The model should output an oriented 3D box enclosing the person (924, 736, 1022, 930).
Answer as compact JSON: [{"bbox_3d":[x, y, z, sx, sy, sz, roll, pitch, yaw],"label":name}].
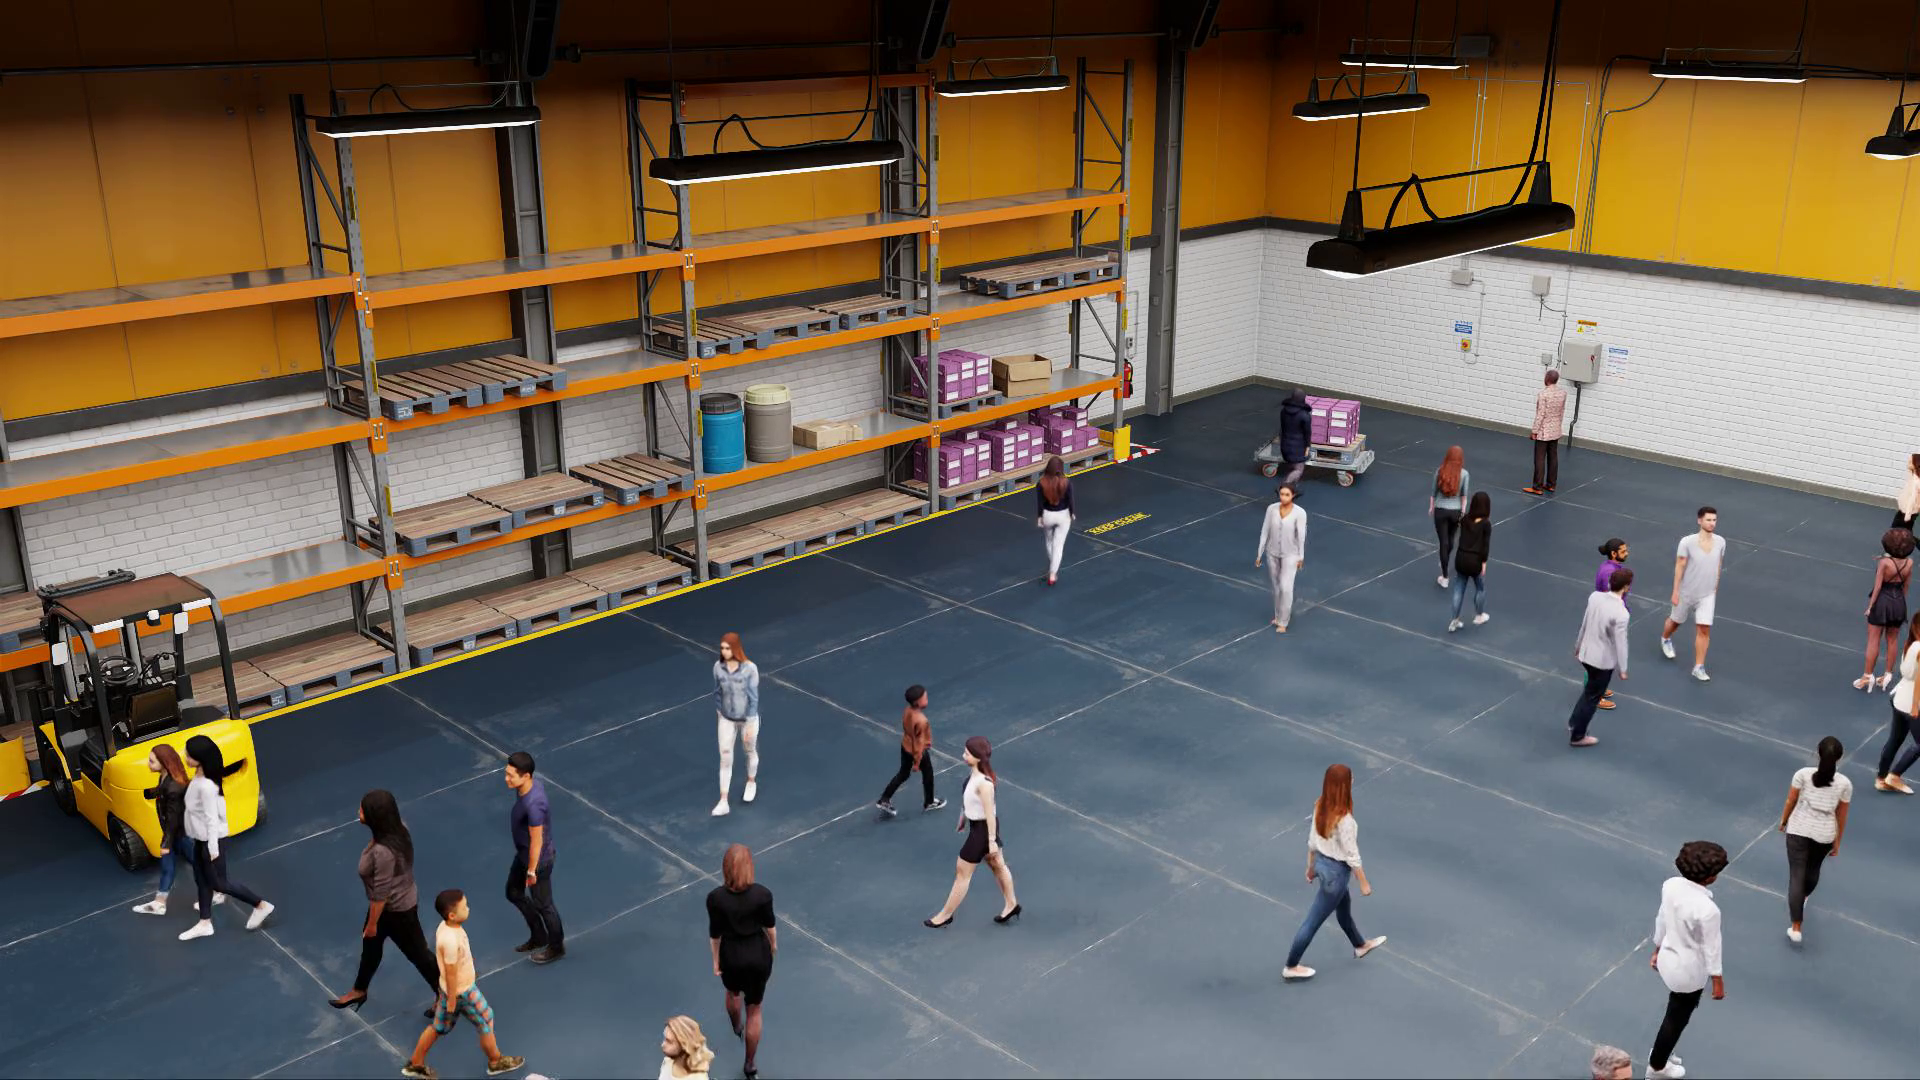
[{"bbox_3d":[0.259,2.284,12.887,1.083,1.610,0.935,-3,19,-10],"label":"person"}]

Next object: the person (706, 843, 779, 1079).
[{"bbox_3d":[-1.432,2.849,11.091,0.919,1.685,0.969,-1,19,-2],"label":"person"}]

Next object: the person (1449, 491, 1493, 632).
[{"bbox_3d":[5.755,0.268,18.858,0.583,1.621,0.842,16,24,39],"label":"person"}]

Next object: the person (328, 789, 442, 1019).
[{"bbox_3d":[-3.851,2.597,11.664,1.222,1.797,1.057,-4,19,-10],"label":"person"}]

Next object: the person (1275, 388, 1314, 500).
[{"bbox_3d":[4.703,-1.316,23.506,1.002,1.655,0.715,-15,24,-38],"label":"person"}]

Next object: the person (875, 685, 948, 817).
[{"bbox_3d":[-0.465,1.875,14.693,0.944,1.232,0.655,-11,21,-29],"label":"person"}]

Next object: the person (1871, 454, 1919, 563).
[{"bbox_3d":[12.014,-0.353,20.948,0.881,1.464,0.960,6,20,19],"label":"person"}]

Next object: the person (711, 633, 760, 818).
[{"bbox_3d":[-1.938,1.586,14.873,0.938,1.665,1.077,4,19,10],"label":"person"}]

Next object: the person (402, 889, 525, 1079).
[{"bbox_3d":[-3.425,2.989,11.069,1.058,1.434,0.736,-9,21,-25],"label":"person"}]

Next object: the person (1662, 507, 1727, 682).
[{"bbox_3d":[7.822,0.519,17.802,1.217,1.818,1.278,0,19,0],"label":"person"}]

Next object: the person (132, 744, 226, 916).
[{"bbox_3d":[-6.092,2.278,13.152,0.901,1.452,0.640,-15,23,-37],"label":"person"}]

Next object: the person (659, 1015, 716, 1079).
[{"bbox_3d":[-1.439,3.428,9.419,1.223,1.655,0.787,-12,22,-33],"label":"person"}]

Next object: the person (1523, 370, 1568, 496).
[{"bbox_3d":[8.479,-1.565,24.007,0.642,1.808,0.822,-9,21,-26],"label":"person"}]

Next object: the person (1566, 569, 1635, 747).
[{"bbox_3d":[6.037,1.151,15.924,0.815,1.819,0.818,-6,19,-17],"label":"person"}]

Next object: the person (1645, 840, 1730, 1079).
[{"bbox_3d":[4.727,2.817,11.012,0.789,1.797,0.755,-4,19,-11],"label":"person"}]

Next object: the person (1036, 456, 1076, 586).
[{"bbox_3d":[1.166,-0.210,20.360,0.930,1.568,1.105,4,19,13],"label":"person"}]

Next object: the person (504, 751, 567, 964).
[{"bbox_3d":[-3.086,2.355,12.425,0.738,1.771,0.750,-8,20,-23],"label":"person"}]

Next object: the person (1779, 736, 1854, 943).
[{"bbox_3d":[6.547,2.318,12.794,0.886,1.606,1.174,7,20,21],"label":"person"}]

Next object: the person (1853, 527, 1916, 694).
[{"bbox_3d":[9.619,0.721,17.250,0.631,1.787,0.707,-3,19,-8],"label":"person"}]

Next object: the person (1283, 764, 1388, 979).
[{"bbox_3d":[2.644,2.476,12.199,1.181,1.686,0.982,-4,19,-12],"label":"person"}]

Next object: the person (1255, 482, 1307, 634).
[{"bbox_3d":[3.729,0.146,19.068,0.737,1.717,0.831,12,22,32],"label":"person"}]

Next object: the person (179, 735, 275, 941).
[{"bbox_3d":[-5.682,2.278,12.785,0.988,1.686,0.762,-11,22,-30],"label":"person"}]

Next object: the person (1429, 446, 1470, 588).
[{"bbox_3d":[5.953,-0.255,20.292,1.006,1.696,1.163,3,19,8],"label":"person"}]

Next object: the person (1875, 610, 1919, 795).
[{"bbox_3d":[8.490,1.471,15.047,0.797,1.773,0.703,4,19,11],"label":"person"}]

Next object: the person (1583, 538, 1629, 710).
[{"bbox_3d":[6.591,0.822,16.983,0.780,1.767,0.666,6,19,17],"label":"person"}]
